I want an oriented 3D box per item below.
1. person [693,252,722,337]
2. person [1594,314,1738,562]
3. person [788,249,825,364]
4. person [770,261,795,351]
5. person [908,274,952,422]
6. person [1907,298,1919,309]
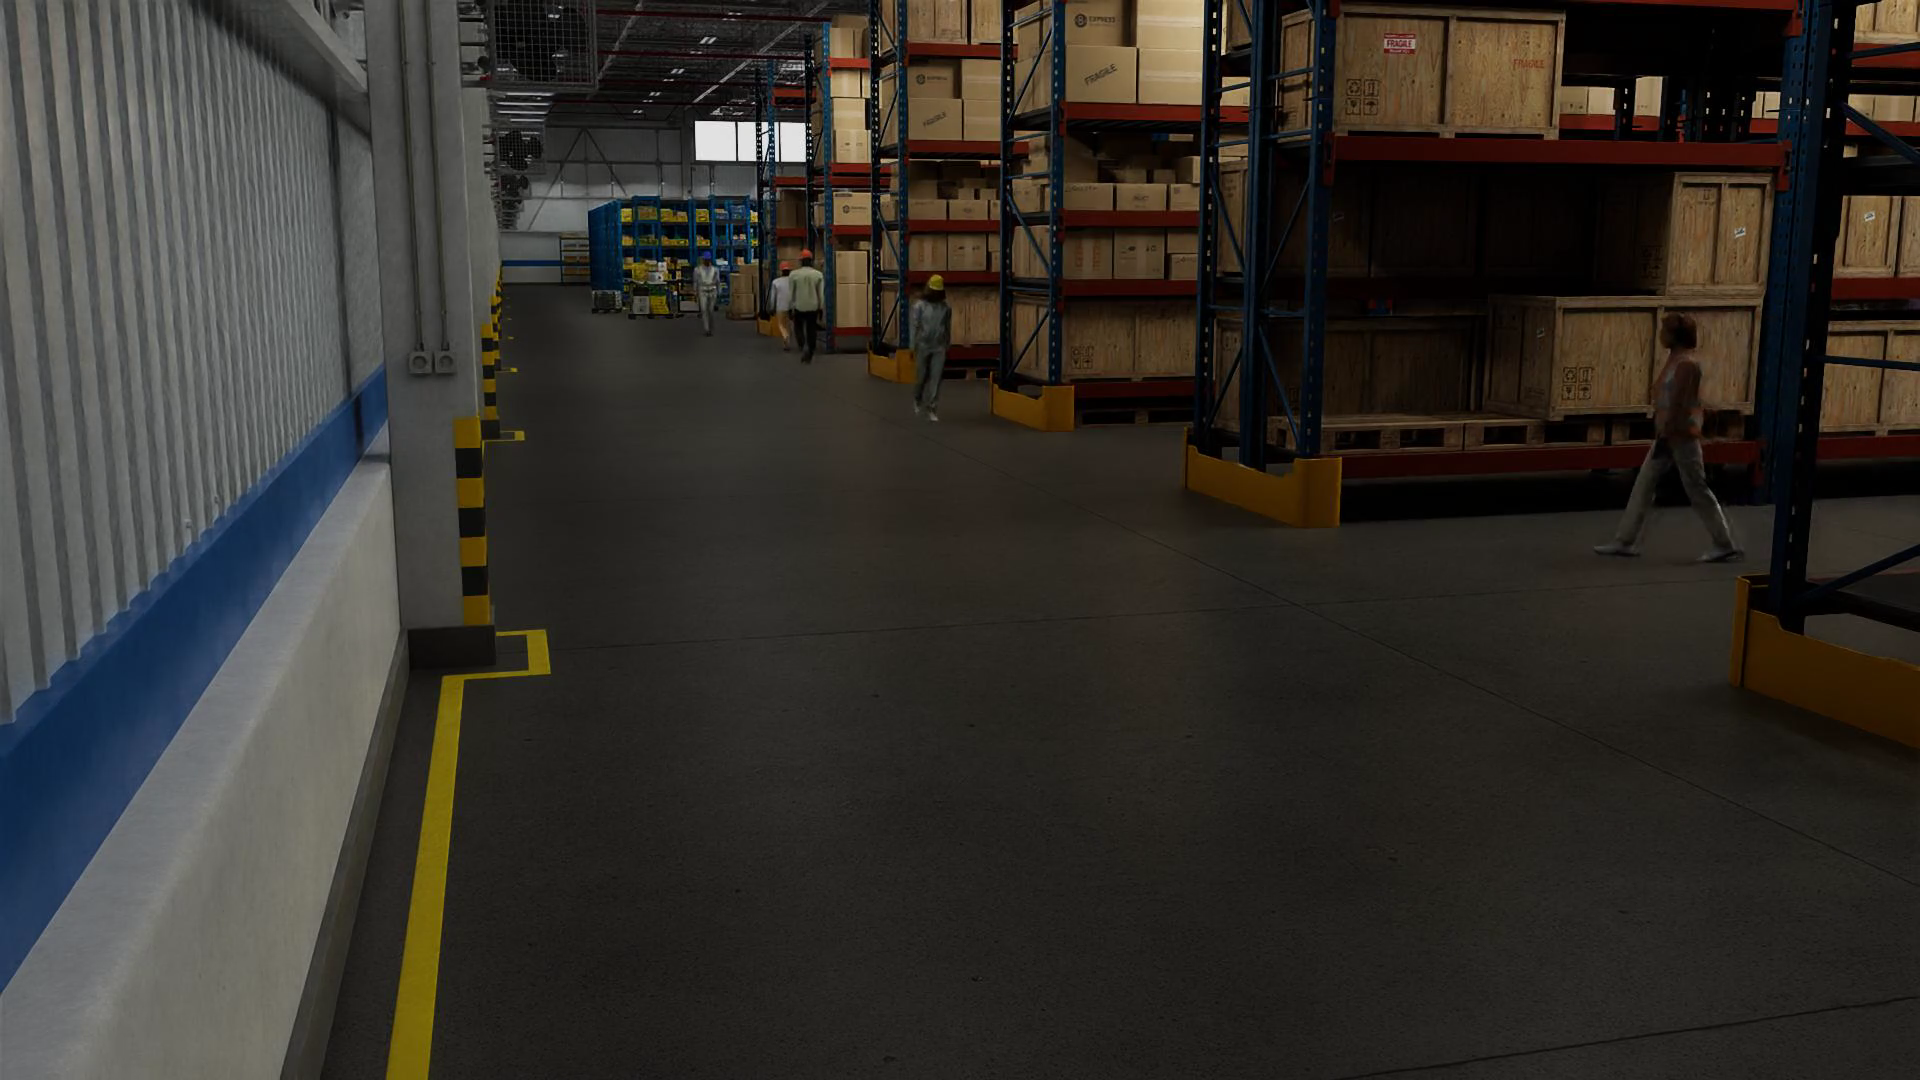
[{"bbox_3d":[-5.697,-5.549,37.593,0.623,1.900,0.984,-3,10,-17],"label":"person"},{"bbox_3d":[4.631,-0.654,10.701,0.850,1.600,0.519,2,10,9],"label":"person"},{"bbox_3d":[-2.647,-4.018,28.675,0.643,1.974,0.441,-3,10,-15],"label":"person"},{"bbox_3d":[-3.353,-4.492,32.030,0.570,1.737,0.607,-5,11,-25],"label":"person"},{"bbox_3d":[-0.359,-2.250,19.434,0.504,1.711,0.615,-3,10,-17],"label":"person"},{"bbox_3d":[10.968,-2.223,18.672,0.532,1.917,0.650,-4,11,-20],"label":"person"}]
